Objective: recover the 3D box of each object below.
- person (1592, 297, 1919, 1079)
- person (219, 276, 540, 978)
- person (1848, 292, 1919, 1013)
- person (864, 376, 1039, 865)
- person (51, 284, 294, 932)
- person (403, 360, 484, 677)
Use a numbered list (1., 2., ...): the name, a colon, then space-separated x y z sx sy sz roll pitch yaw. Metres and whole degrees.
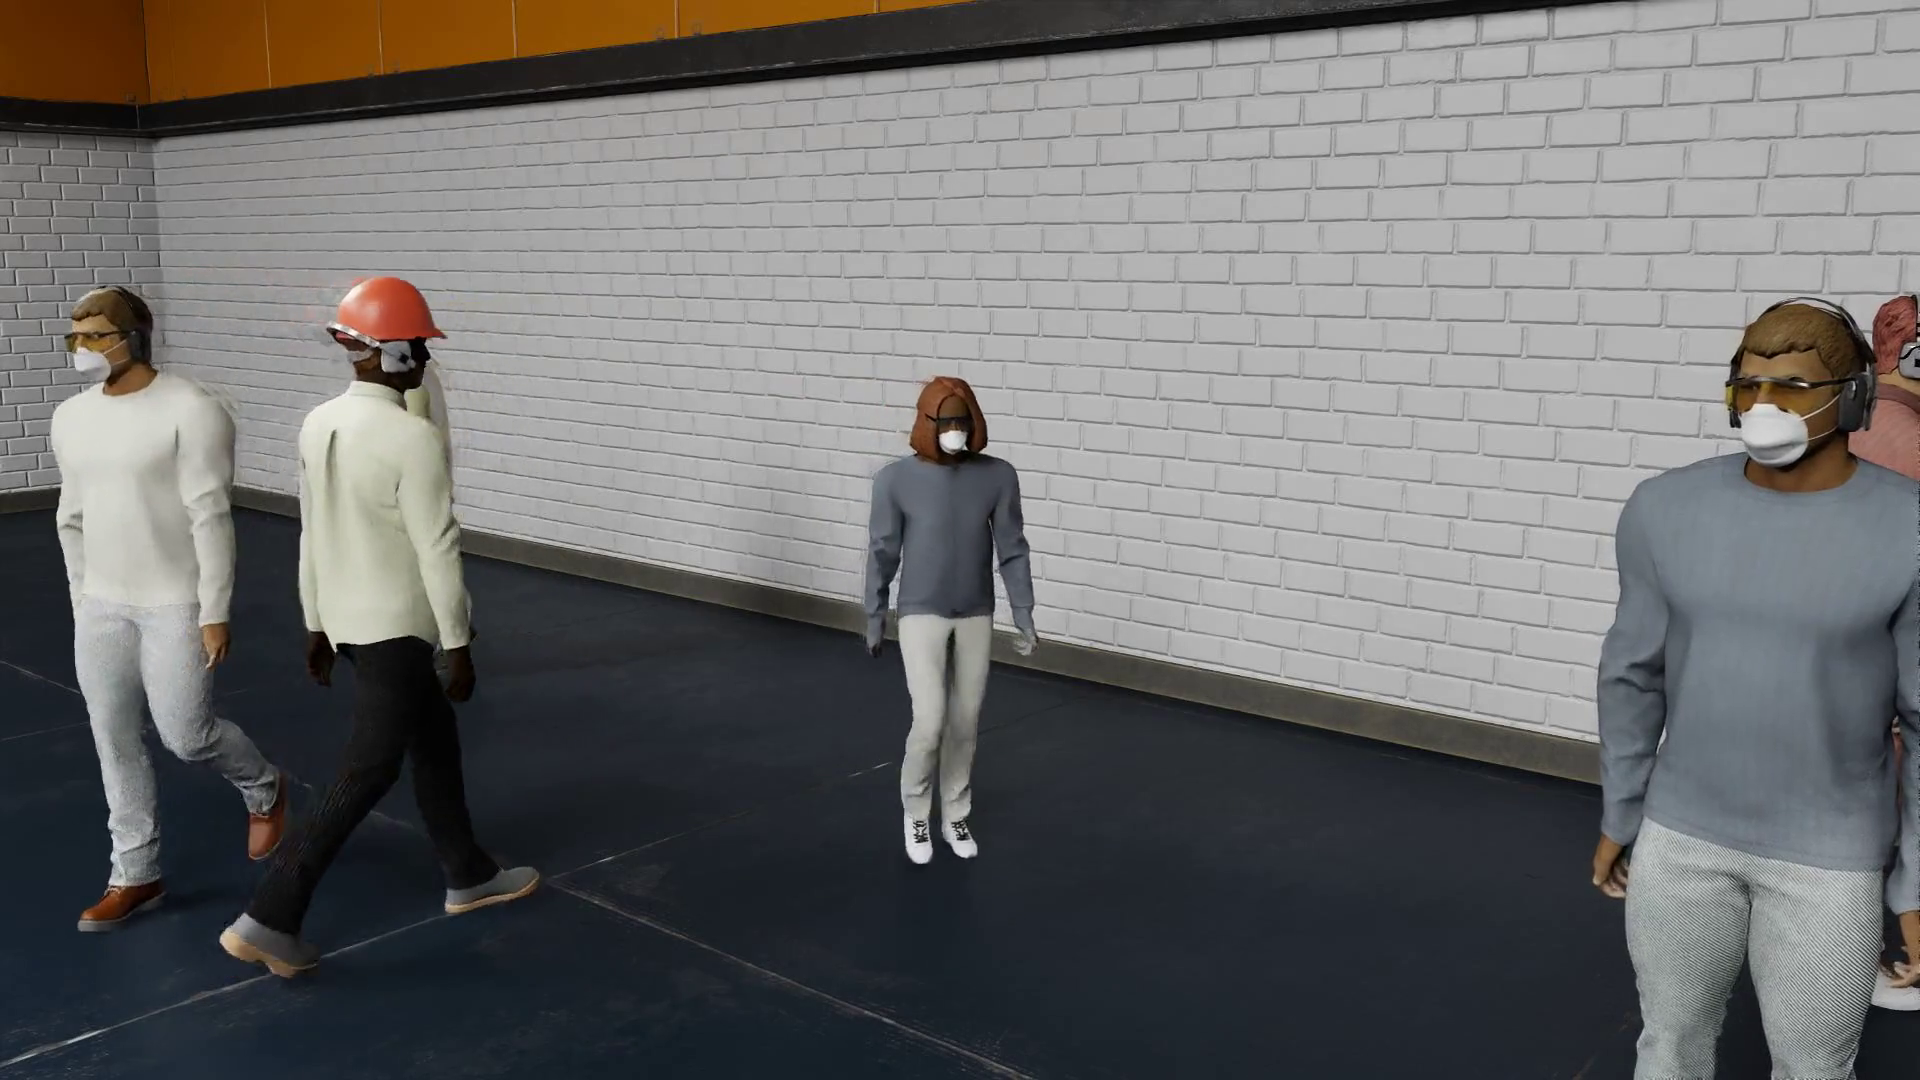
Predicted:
1. person: 1.430 0.547 2.957 0.629 1.940 0.378 10 14 44
2. person: -1.682 0.238 4.714 0.619 1.957 0.995 9 13 42
3. person: 2.508 0.290 4.514 0.401 1.907 0.648 2 10 11
4. person: -0.037 0.271 5.439 0.515 1.614 0.421 -4 11 -21
5. person: -2.438 0.183 5.091 0.636 1.920 0.683 3 10 15
6. person: -2.560 -0.227 7.738 0.426 1.815 0.590 -2 10 -13
